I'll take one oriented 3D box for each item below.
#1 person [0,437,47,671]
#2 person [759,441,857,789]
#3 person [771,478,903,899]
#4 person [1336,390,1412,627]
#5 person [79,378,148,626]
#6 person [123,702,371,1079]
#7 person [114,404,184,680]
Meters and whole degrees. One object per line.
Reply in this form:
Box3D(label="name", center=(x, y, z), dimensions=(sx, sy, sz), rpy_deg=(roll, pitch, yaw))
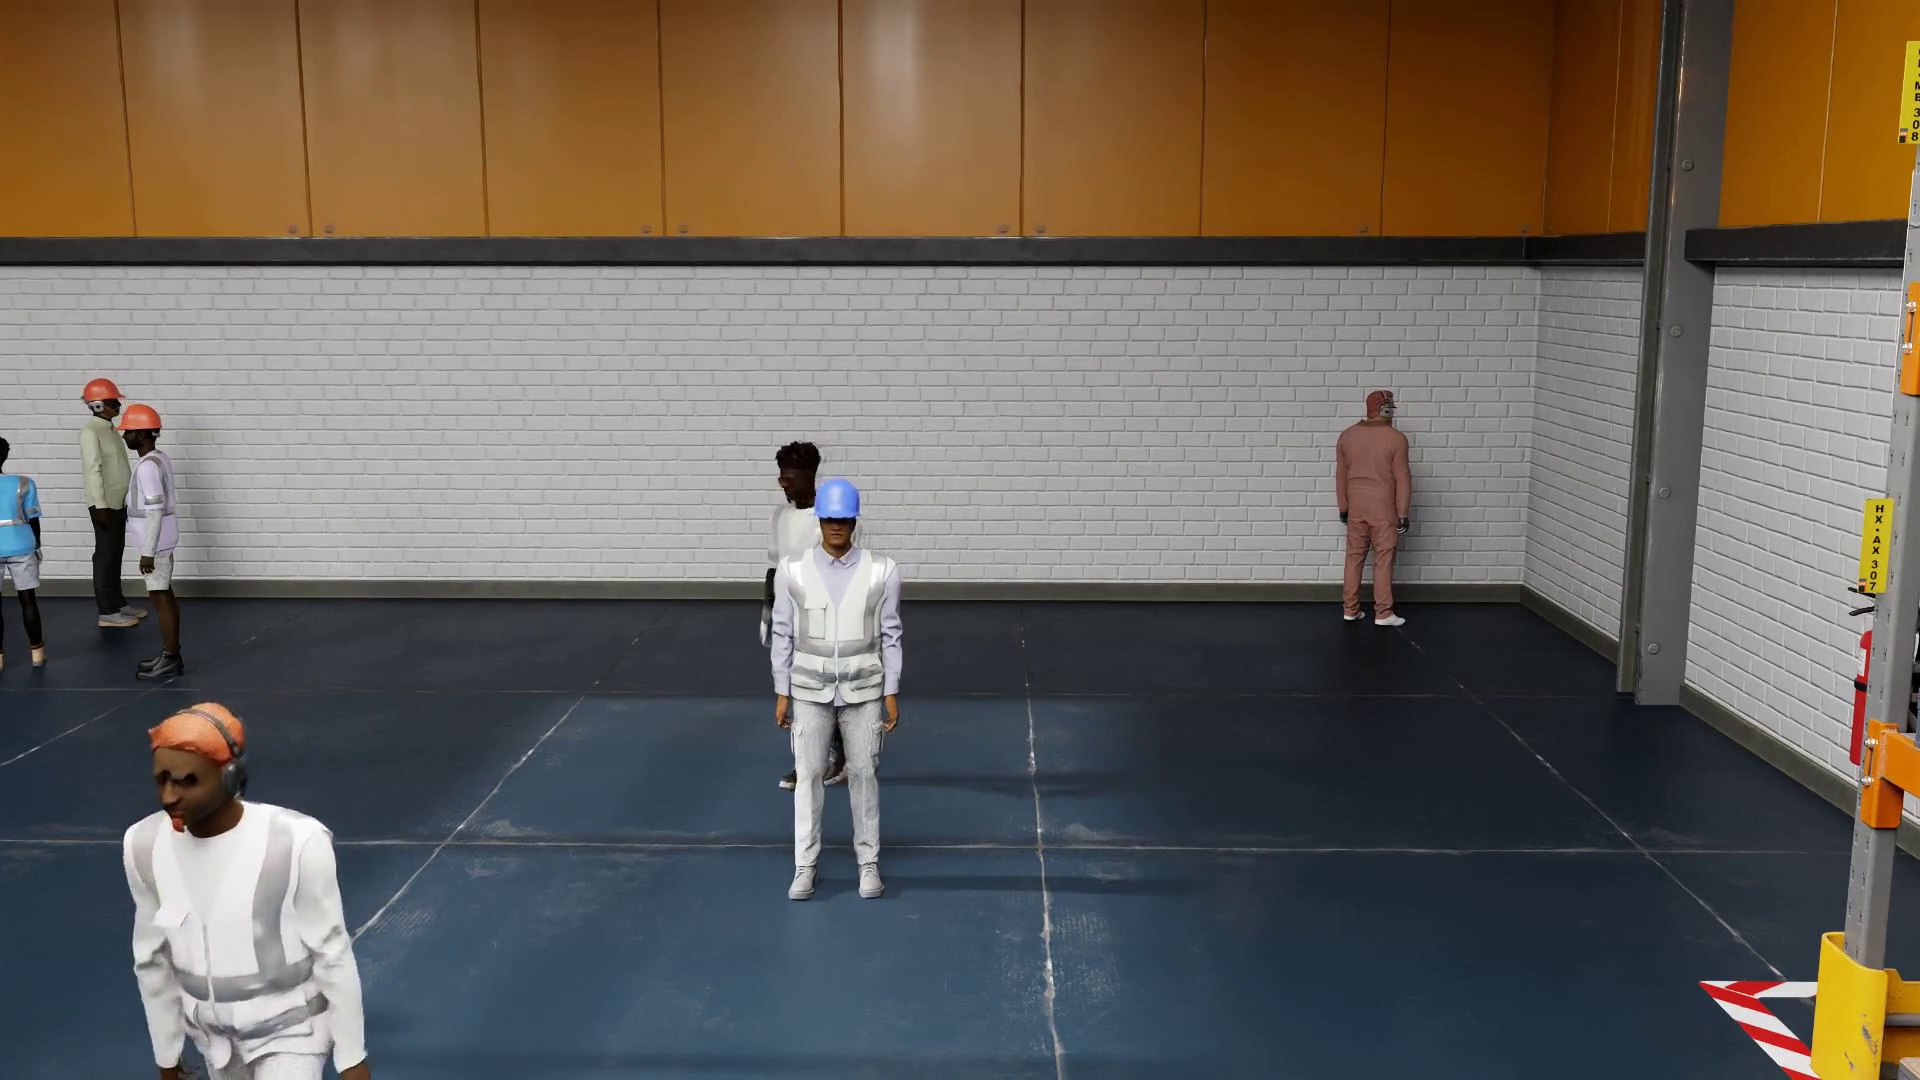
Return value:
Box3D(label="person", center=(-6.868, 0.093, 11.941), dimensions=(0.530, 1.697, 0.321), rpy_deg=(-7, 12, -36))
Box3D(label="person", center=(-0.847, 0.425, 9.183), dimensions=(0.647, 1.952, 0.419), rpy_deg=(8, 13, 41))
Box3D(label="person", center=(-0.564, 0.682, 7.656), dimensions=(0.605, 1.951, 0.381), rpy_deg=(-1, 9, -3))
Box3D(label="person", center=(3.352, -0.256, 13.413), dimensions=(0.403, 1.904, 0.651), rpy_deg=(-9, 13, -44))
Box3D(label="person", center=(-6.869, -0.307, 13.440), dimensions=(0.375, 1.997, 0.611), rpy_deg=(-2, 10, -13))
Box3D(label="person", center=(-1.835, 1.311, 4.226), dimensions=(0.611, 1.850, 0.702), rpy_deg=(2, 10, 14))
Box3D(label="person", center=(-5.693, 0.013, 11.707), dimensions=(0.357, 1.938, 0.545), rpy_deg=(-4, 10, -20))
